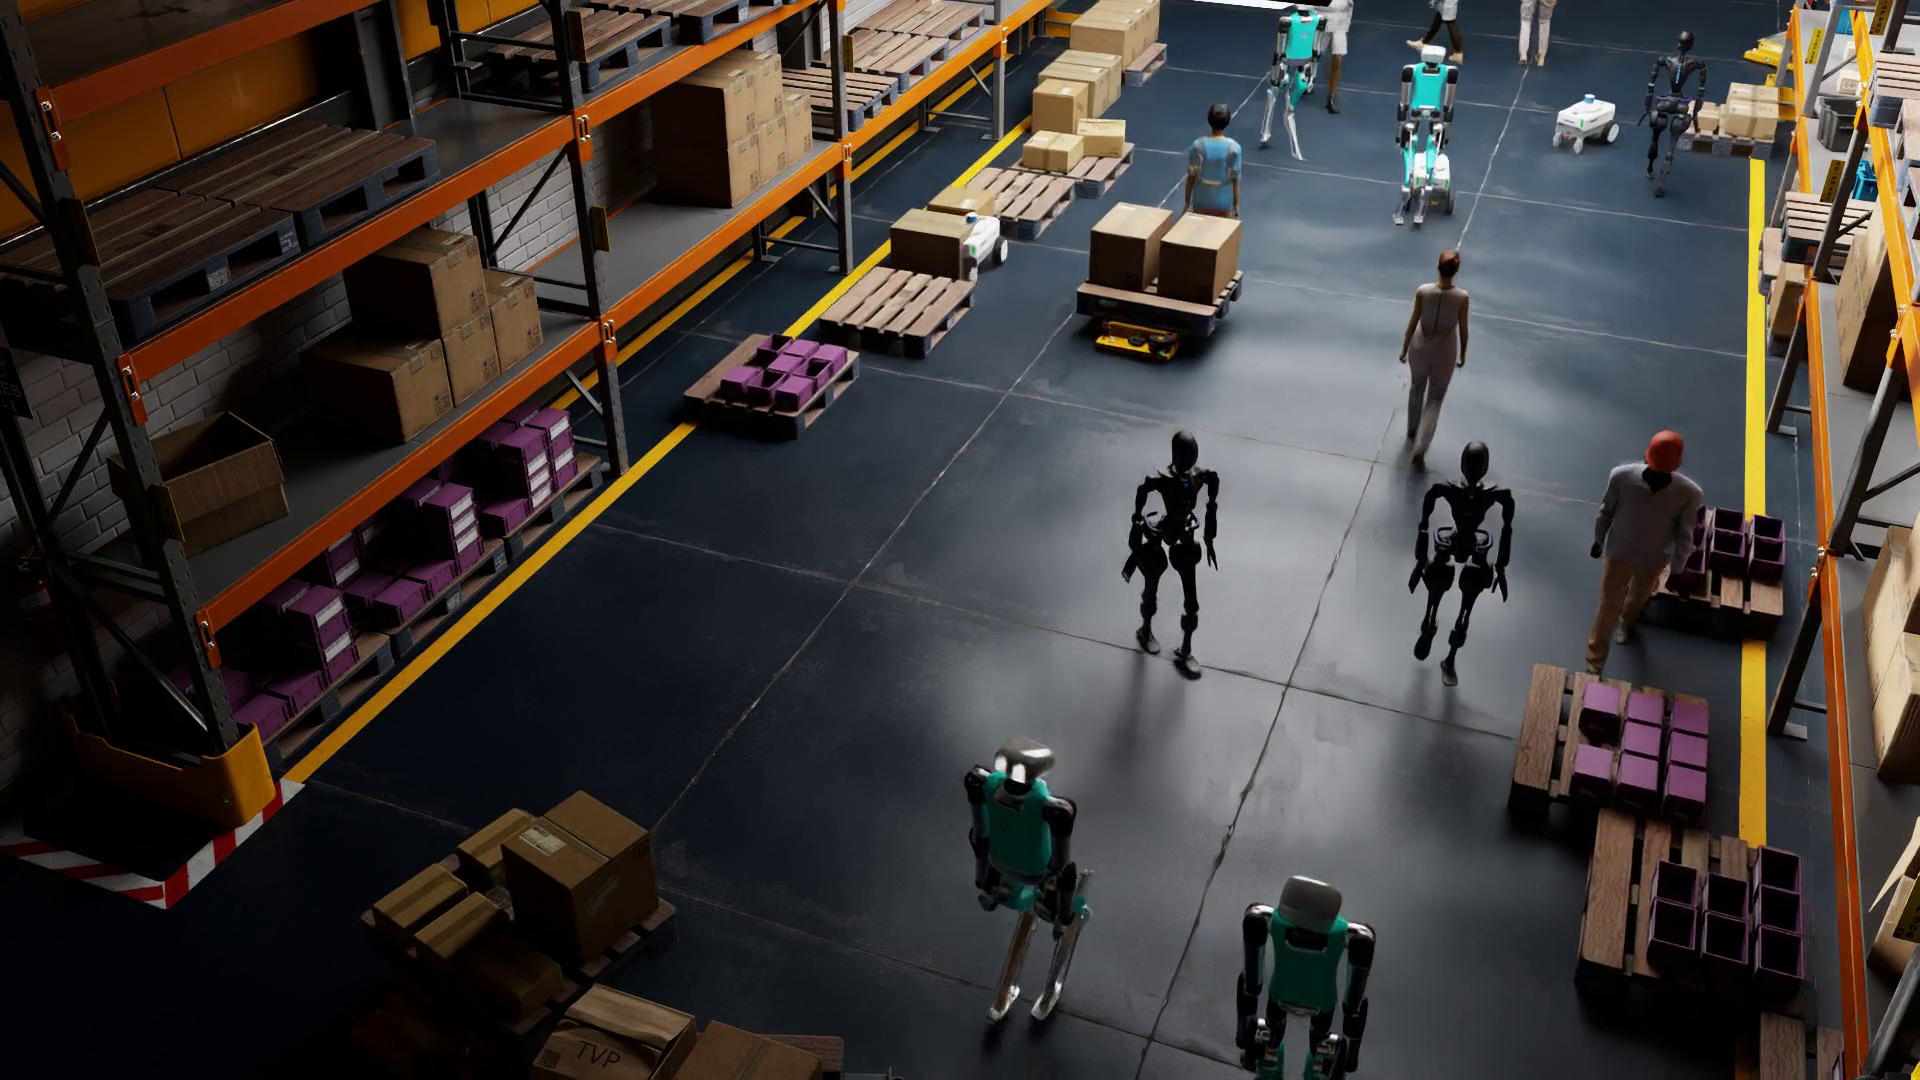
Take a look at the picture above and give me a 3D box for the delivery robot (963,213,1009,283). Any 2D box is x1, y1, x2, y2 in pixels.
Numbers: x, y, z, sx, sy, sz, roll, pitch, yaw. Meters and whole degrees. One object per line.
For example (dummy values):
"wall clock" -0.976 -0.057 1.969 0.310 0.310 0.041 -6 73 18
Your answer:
"delivery robot" 0.117 -2.788 15.642 0.499 0.594 0.782 12 35 18

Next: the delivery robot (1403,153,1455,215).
"delivery robot" 4.813 -3.666 17.019 0.499 0.614 0.812 7 34 11

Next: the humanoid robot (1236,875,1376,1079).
"humanoid robot" 1.337 2.236 6.817 0.551 1.760 1.041 10 34 15

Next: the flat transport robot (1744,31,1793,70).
"flat transport robot" 10.799 -6.333 21.393 1.431 0.231 0.659 -22 39 -30

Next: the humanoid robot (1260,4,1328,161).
"humanoid robot" 3.554 -5.069 18.110 0.534 1.789 0.857 -7 34 -11

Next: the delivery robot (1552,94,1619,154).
"delivery robot" 6.986 -4.670 18.556 0.770 0.595 0.499 -25 41 -33

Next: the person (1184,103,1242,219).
"person" 2.267 -3.044 14.940 0.502 1.750 0.468 8 34 12

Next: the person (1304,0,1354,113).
"person" 4.309 -6.027 19.406 0.547 1.909 0.876 -4 33 -7

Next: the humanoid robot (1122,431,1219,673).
"humanoid robot" 1.307 0.046 10.227 0.612 1.639 0.549 -8 34 -13

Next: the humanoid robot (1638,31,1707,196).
"humanoid robot" 7.363 -4.440 17.206 0.589 1.619 0.785 12 35 18

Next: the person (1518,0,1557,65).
"person" 7.219 -6.799 20.742 0.478 1.752 0.531 7 33 10

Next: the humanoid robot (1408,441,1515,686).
"humanoid robot" 3.041 0.136 10.083 0.585 1.651 0.383 6 33 10

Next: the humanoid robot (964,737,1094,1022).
"humanoid robot" 0.391 1.534 7.797 0.536 1.723 0.718 18 37 26

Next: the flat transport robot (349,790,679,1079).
"flat transport robot" -2.233 2.146 8.270 0.659 0.231 1.431 23 39 31

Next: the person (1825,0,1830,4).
"person" 11.011 -6.733 20.537 0.529 1.870 0.389 7 34 11

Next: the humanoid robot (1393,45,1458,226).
"humanoid robot" 4.499 -3.861 16.170 0.544 1.754 0.679 5 33 8

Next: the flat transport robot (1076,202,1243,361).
"flat transport robot" 1.755 -1.991 14.673 0.659 0.231 1.431 14 35 21

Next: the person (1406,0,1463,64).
"person" 6.111 -6.877 20.960 0.850 1.639 0.576 25 40 33

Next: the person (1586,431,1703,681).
"person" 4.168 0.051 10.196 0.566 1.694 0.913 14 35 20

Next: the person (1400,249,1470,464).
"person" 3.541 -1.386 12.485 0.461 1.631 0.789 14 35 20
